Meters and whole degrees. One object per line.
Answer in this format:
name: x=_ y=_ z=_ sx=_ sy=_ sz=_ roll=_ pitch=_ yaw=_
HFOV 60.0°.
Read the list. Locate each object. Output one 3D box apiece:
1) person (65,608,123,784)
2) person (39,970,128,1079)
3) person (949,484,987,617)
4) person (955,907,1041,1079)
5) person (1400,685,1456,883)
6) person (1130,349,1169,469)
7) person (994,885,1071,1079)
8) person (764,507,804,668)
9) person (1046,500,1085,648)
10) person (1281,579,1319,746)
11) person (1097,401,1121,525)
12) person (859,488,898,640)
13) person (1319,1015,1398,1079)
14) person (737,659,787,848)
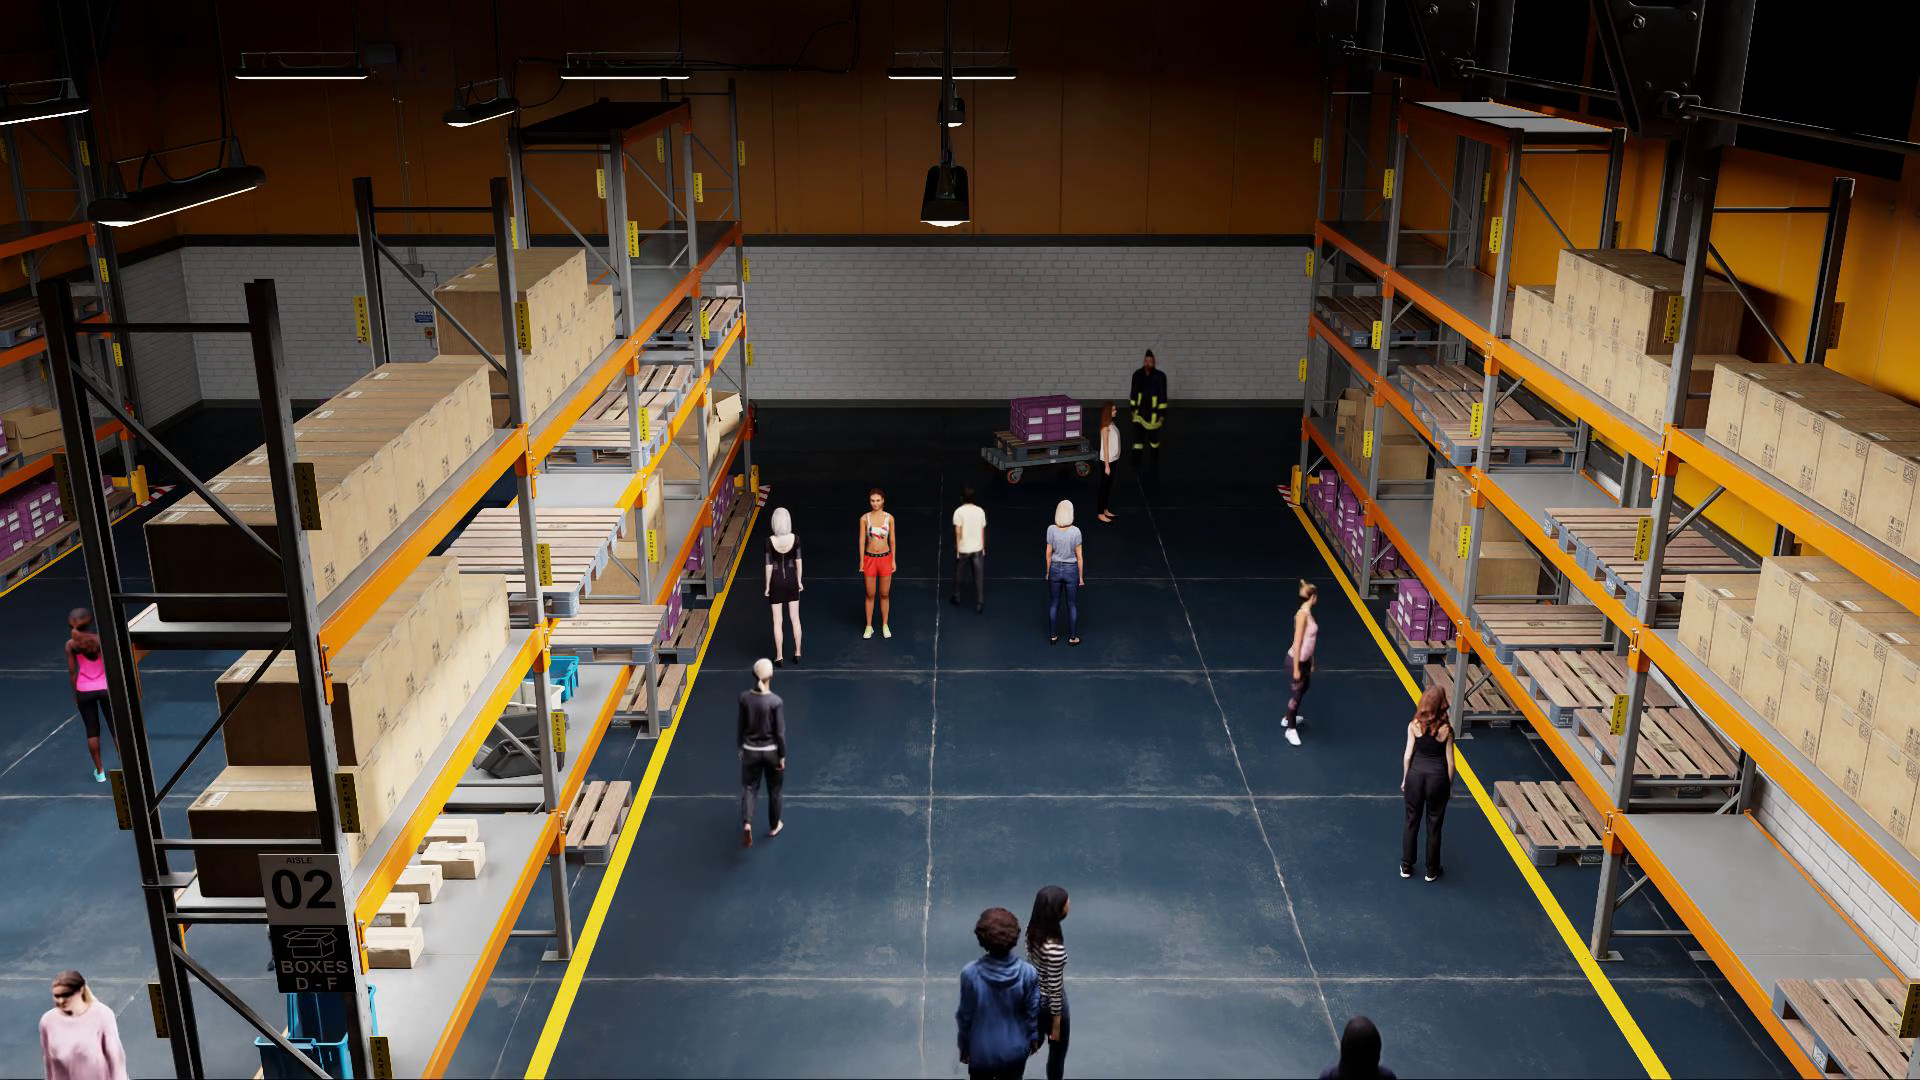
person: x=-8.158 y=1.448 z=15.713 sx=0.629 sy=1.725 sz=0.647 roll=-7 pitch=20 yaw=-21
person: x=-5.311 y=3.336 z=10.187 sx=0.689 sy=1.673 sz=0.914 roll=-3 pitch=19 yaw=-8
person: x=0.131 y=0.145 z=19.844 sx=0.778 sy=1.558 sz=0.917 roll=-7 pitch=20 yaw=-19
person: x=0.233 y=3.197 z=10.418 sx=0.690 sy=1.790 sz=0.796 roll=1 pitch=19 yaw=2
person: x=3.916 y=2.029 z=13.950 sx=0.650 sy=1.748 sz=0.647 roll=8 pitch=20 yaw=22
person: x=2.970 y=-2.046 z=25.949 sx=1.010 sy=1.814 sz=1.270 roll=6 pitch=20 yaw=18
person: x=0.468 y=3.072 z=10.823 sx=0.938 sy=1.769 sz=1.009 roll=-9 pitch=20 yaw=-24
person: x=-1.946 y=0.510 z=18.334 sx=0.658 sy=1.830 sz=0.631 roll=-8 pitch=20 yaw=-22
person: x=1.182 y=0.371 z=18.917 sx=0.652 sy=1.722 sz=0.612 roll=6 pitch=20 yaw=17
person: x=3.353 y=1.208 z=16.537 sx=0.872 sy=1.654 sz=0.698 roll=15 pitch=24 yaw=38
person: x=2.063 y=-1.097 z=23.274 sx=0.691 sy=1.722 sz=0.545 roll=6 pitch=20 yaw=18
person: x=-0.946 y=0.259 z=19.142 sx=0.601 sy=1.789 sz=0.552 roll=-2 pitch=19 yaw=-5
person: x=2.256 y=3.509 z=9.581 sx=0.600 sy=1.733 sz=0.497 roll=0 pitch=19 yaw=-1
person: x=-1.750 y=1.864 z=14.496 sx=0.708 sy=1.713 sz=0.924 roll=4 pitch=19 yaw=10
